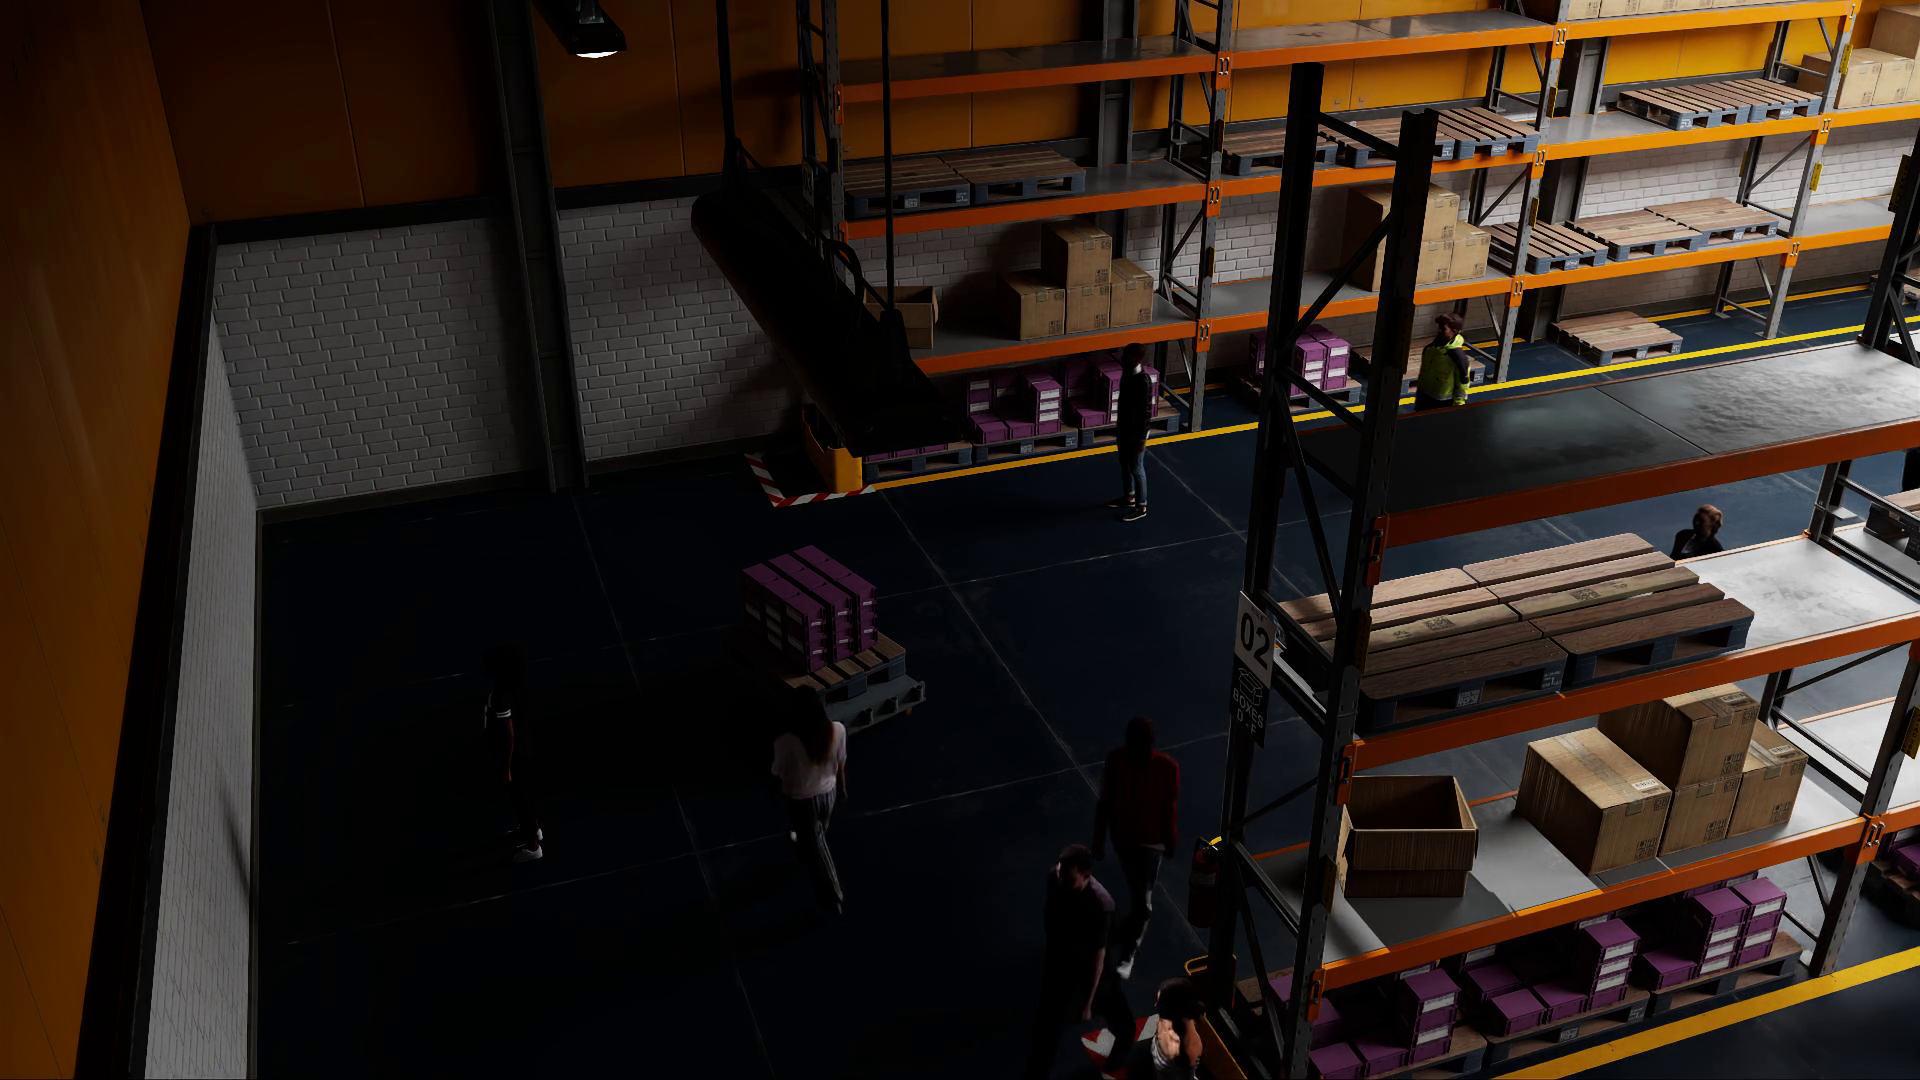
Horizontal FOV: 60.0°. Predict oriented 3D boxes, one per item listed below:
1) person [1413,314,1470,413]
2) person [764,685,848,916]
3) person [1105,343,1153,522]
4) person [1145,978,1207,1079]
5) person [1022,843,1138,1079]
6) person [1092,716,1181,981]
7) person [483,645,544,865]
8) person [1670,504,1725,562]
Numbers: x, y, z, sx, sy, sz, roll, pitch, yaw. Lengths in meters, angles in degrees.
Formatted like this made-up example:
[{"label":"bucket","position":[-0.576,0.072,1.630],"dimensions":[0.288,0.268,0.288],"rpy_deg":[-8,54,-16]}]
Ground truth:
[{"label":"person","position":[4.763,-1.320,16.497],"dimensions":[0.679,1.980,0.799],"rpy_deg":[-14,32,-24]},{"label":"person","position":[-0.968,1.777,11.182],"dimensions":[1.131,1.633,0.947],"rpy_deg":[-19,34,-30]},{"label":"person","position":[1.694,-1.075,16.216],"dimensions":[0.522,1.819,0.662],"rpy_deg":[-11,30,-19]},{"label":"person","position":[1.247,3.007,8.750],"dimensions":[0.710,1.803,0.712],"rpy_deg":[-3,29,-5]},{"label":"person","position":[0.775,2.472,9.736],"dimensions":[1.336,1.798,1.032],"rpy_deg":[-23,36,-35]},{"label":"person","position":[1.184,1.865,10.865],"dimensions":[1.132,1.782,1.205],"rpy_deg":[13,31,22]},{"label":"person","position":[-3.132,1.476,11.635],"dimensions":[0.645,1.729,0.657],"rpy_deg":[-4,29,-7]},{"label":"person","position":[5.899,0.475,13.491],"dimensions":[0.621,1.707,0.658],"rpy_deg":[-18,33,-30]}]
